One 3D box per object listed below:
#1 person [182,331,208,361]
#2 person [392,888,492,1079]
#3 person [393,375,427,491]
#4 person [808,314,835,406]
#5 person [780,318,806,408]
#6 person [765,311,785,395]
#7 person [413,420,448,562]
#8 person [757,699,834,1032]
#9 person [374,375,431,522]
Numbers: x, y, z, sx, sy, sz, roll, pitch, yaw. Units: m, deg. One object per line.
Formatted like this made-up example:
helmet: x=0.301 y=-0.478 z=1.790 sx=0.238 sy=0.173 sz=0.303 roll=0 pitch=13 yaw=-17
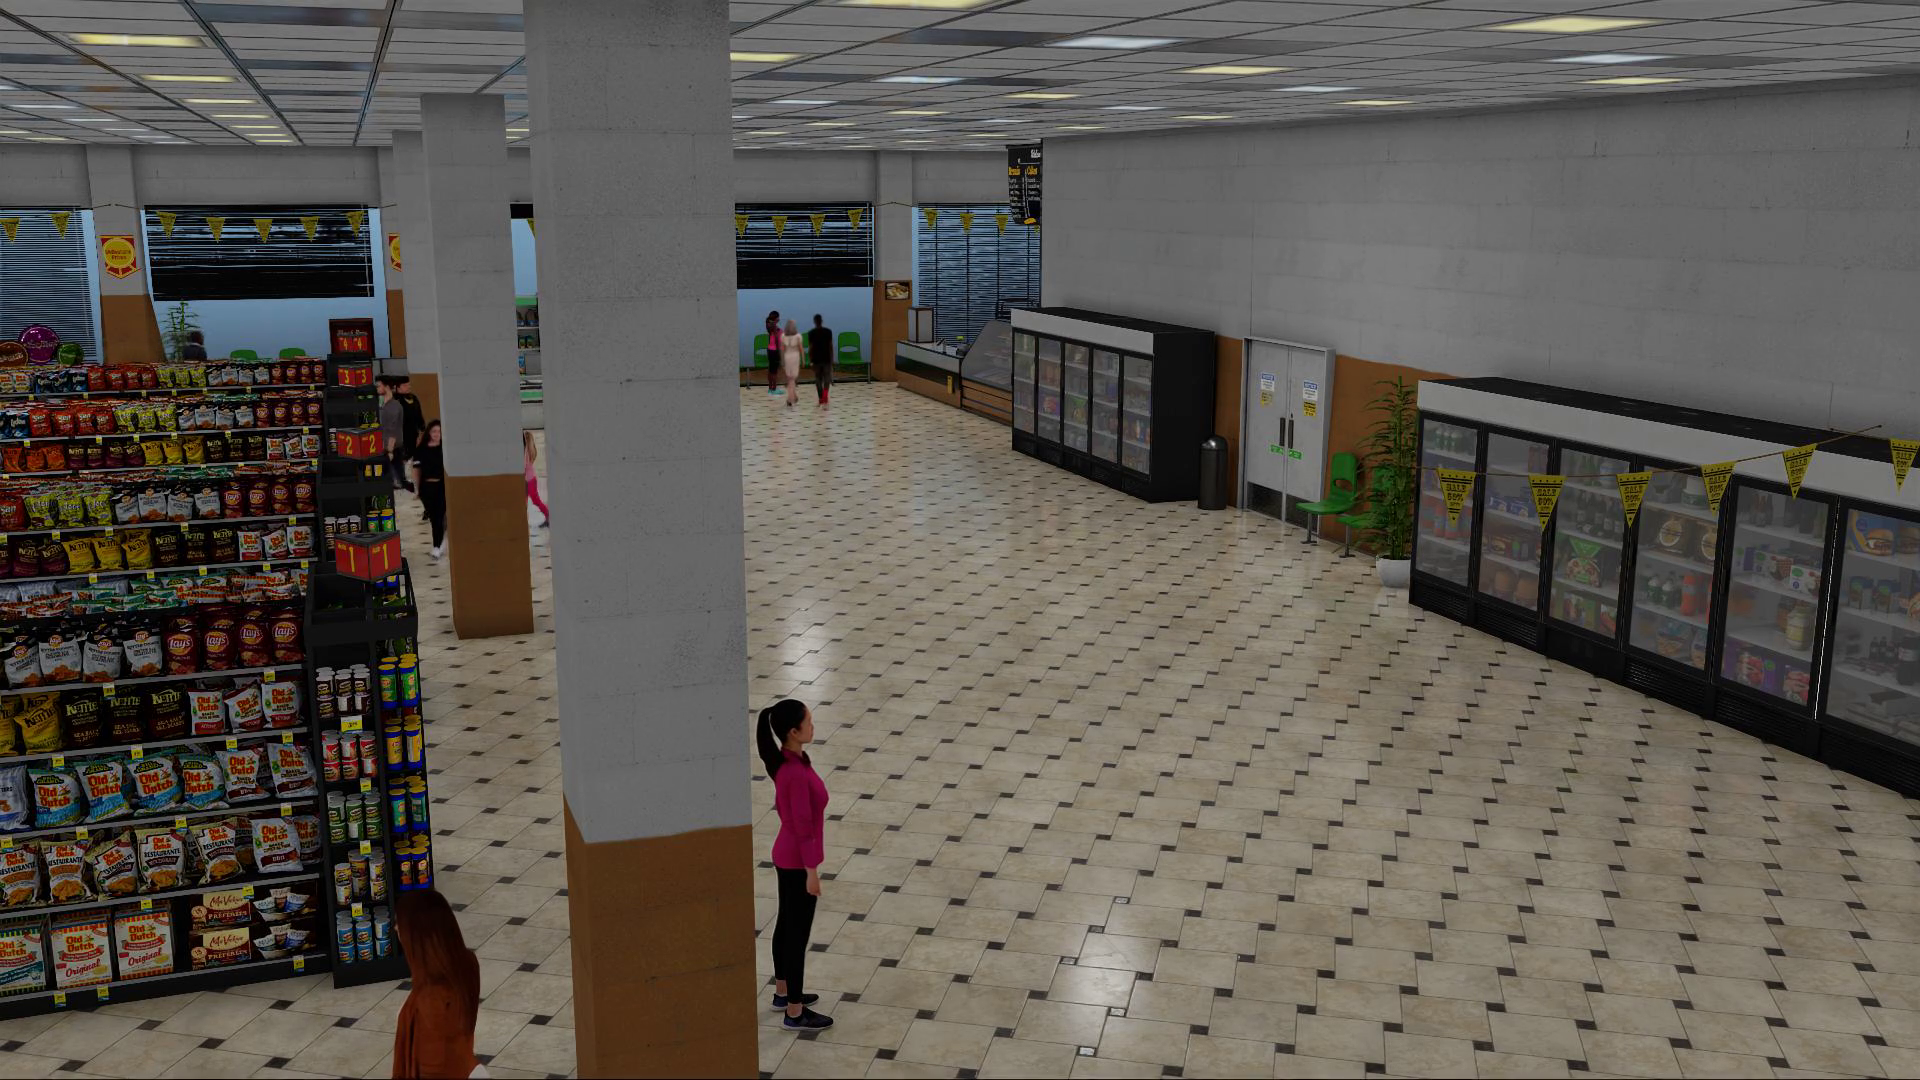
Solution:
person: x=-13.006 y=-2.620 z=28.265 sx=0.967 sy=1.806 sz=1.024 roll=5 pitch=13 yaw=22
person: x=-1.852 y=2.092 z=6.115 sx=0.663 sy=1.712 sz=0.686 roll=0 pitch=12 yaw=-1
person: x=-7.741 y=-1.440 z=23.072 sx=1.168 sy=1.635 sz=1.083 roll=5 pitch=13 yaw=22
person: x=-2.704 y=-3.489 z=32.451 sx=1.028 sy=1.780 sz=0.870 roll=-1 pitch=12 yaw=-6
person: x=-3.258 y=-3.390 z=32.200 sx=1.113 sy=1.690 sz=1.025 roll=2 pitch=12 yaw=10
person: x=-3.882 y=-3.905 z=34.562 sx=0.552 sy=1.725 sz=0.561 roll=-5 pitch=13 yaw=-22
person: x=-5.997 y=-0.558 z=19.006 sx=1.122 sy=1.585 sz=0.803 roll=-2 pitch=12 yaw=-9
person: x=-0.837 y=1.619 z=8.393 sx=0.563 sy=1.699 sz=0.583 roll=-4 pitch=12 yaw=-18
person: x=-7.084 y=-1.123 z=20.977 sx=1.228 sy=1.879 sz=0.911 roll=-9 pitch=15 yaw=-36
